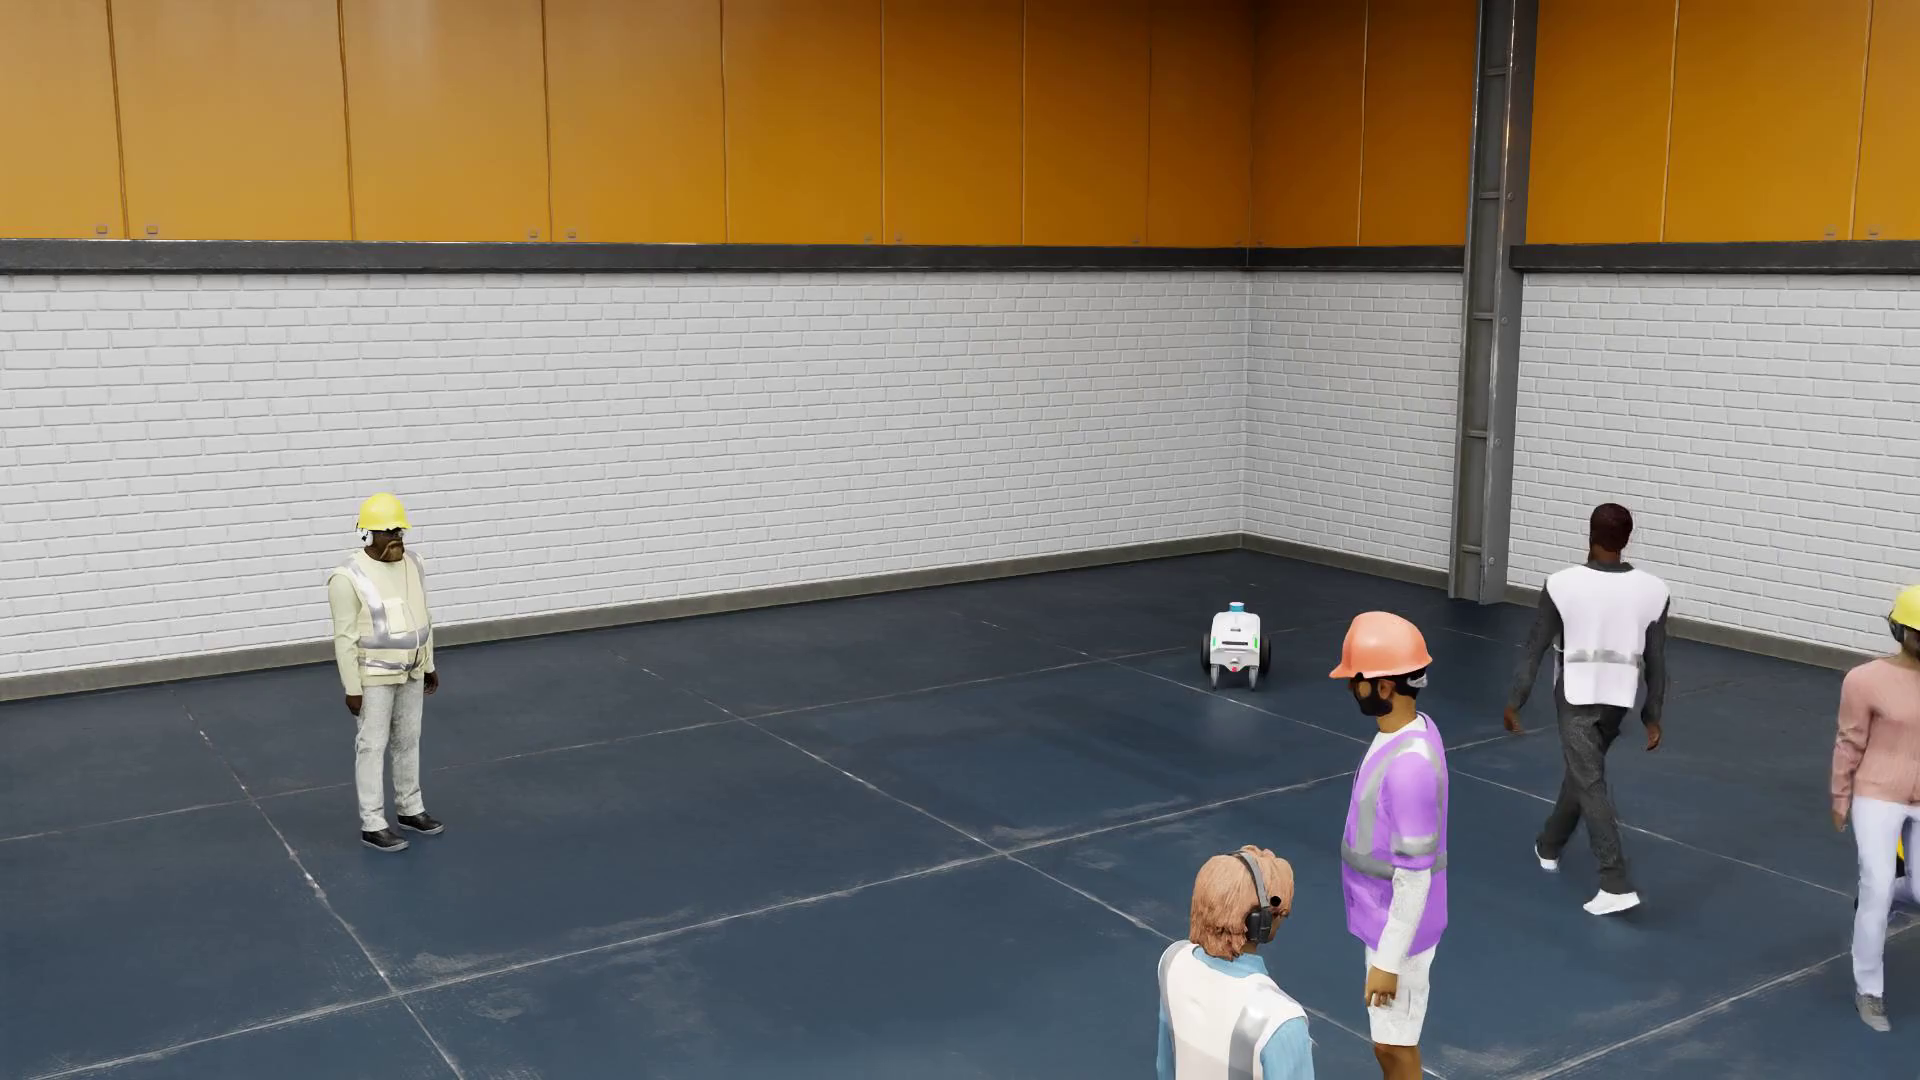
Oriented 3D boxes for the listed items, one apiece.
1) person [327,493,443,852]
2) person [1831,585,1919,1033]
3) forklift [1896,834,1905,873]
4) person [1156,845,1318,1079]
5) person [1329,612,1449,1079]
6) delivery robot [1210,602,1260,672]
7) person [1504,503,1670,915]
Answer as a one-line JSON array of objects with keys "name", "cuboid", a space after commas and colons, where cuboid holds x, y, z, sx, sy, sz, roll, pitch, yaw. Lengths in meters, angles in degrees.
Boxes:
[{"name": "person", "cuboid": [-2.906, 0.662, 8.475, 0.403, 1.828, 0.588, 5, 10, 26]}, {"name": "person", "cuboid": [3.733, 1.009, 6.644, 0.527, 1.747, 0.681, 1, 9, 5]}, {"name": "forklift", "cuboid": [5.511, 0.571, 7.906, 2.313, 2.155, 1.214, -6, 11, -33]}, {"name": "person", "cuboid": [0.639, 1.515, 3.889, 0.307, 1.641, 0.514, -6, 11, -30]}, {"name": "person", "cuboid": [1.297, 1.169, 5.102, 0.374, 1.930, 0.542, 2, 10, 12]}, {"name": "delivery robot", "cuboid": [1.965, 0.688, 11.844, 0.477, 0.478, 0.707, 2, 10, 10]}, {"name": "person", "cuboid": [2.962, 0.765, 7.781, 0.691, 1.863, 1.006, -1, 9, -3]}]
